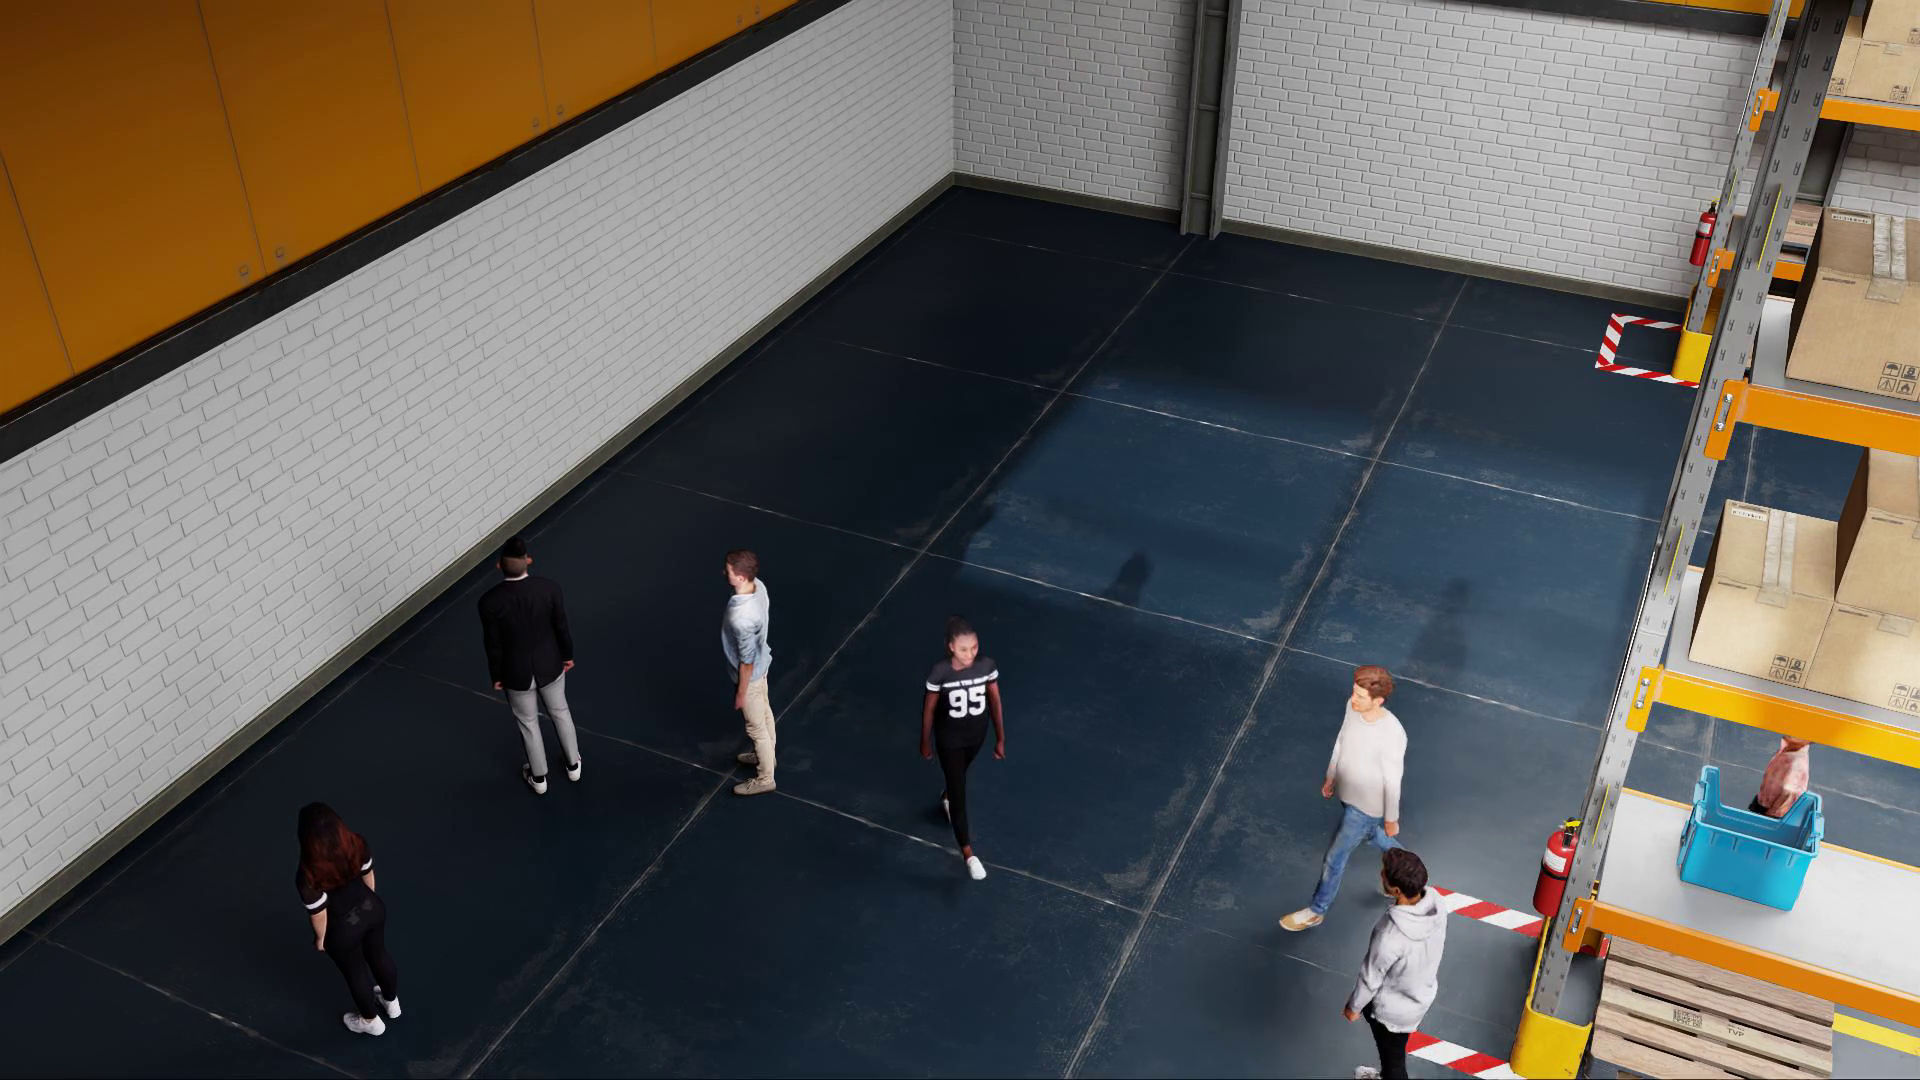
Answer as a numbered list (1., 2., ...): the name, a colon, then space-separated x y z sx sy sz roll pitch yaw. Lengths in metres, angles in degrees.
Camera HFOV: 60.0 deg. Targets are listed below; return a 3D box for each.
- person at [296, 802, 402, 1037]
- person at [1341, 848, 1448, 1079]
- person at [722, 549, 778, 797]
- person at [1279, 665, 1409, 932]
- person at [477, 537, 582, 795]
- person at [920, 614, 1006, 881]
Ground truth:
1. person: -3.335 2.064 9.076 0.601 1.639 0.618 18 38 25
2. person: 2.304 2.353 8.403 0.751 1.902 0.788 29 43 36
3. person: -1.349 0.837 10.733 0.705 1.848 0.725 0 34 0
4. person: 2.441 1.488 9.746 1.277 1.857 1.174 -10 35 -15
5. person: -2.762 0.788 10.715 0.796 1.949 0.816 -16 37 -23
6. person: -0.026 1.177 10.364 1.105 1.690 1.206 -13 36 -19
